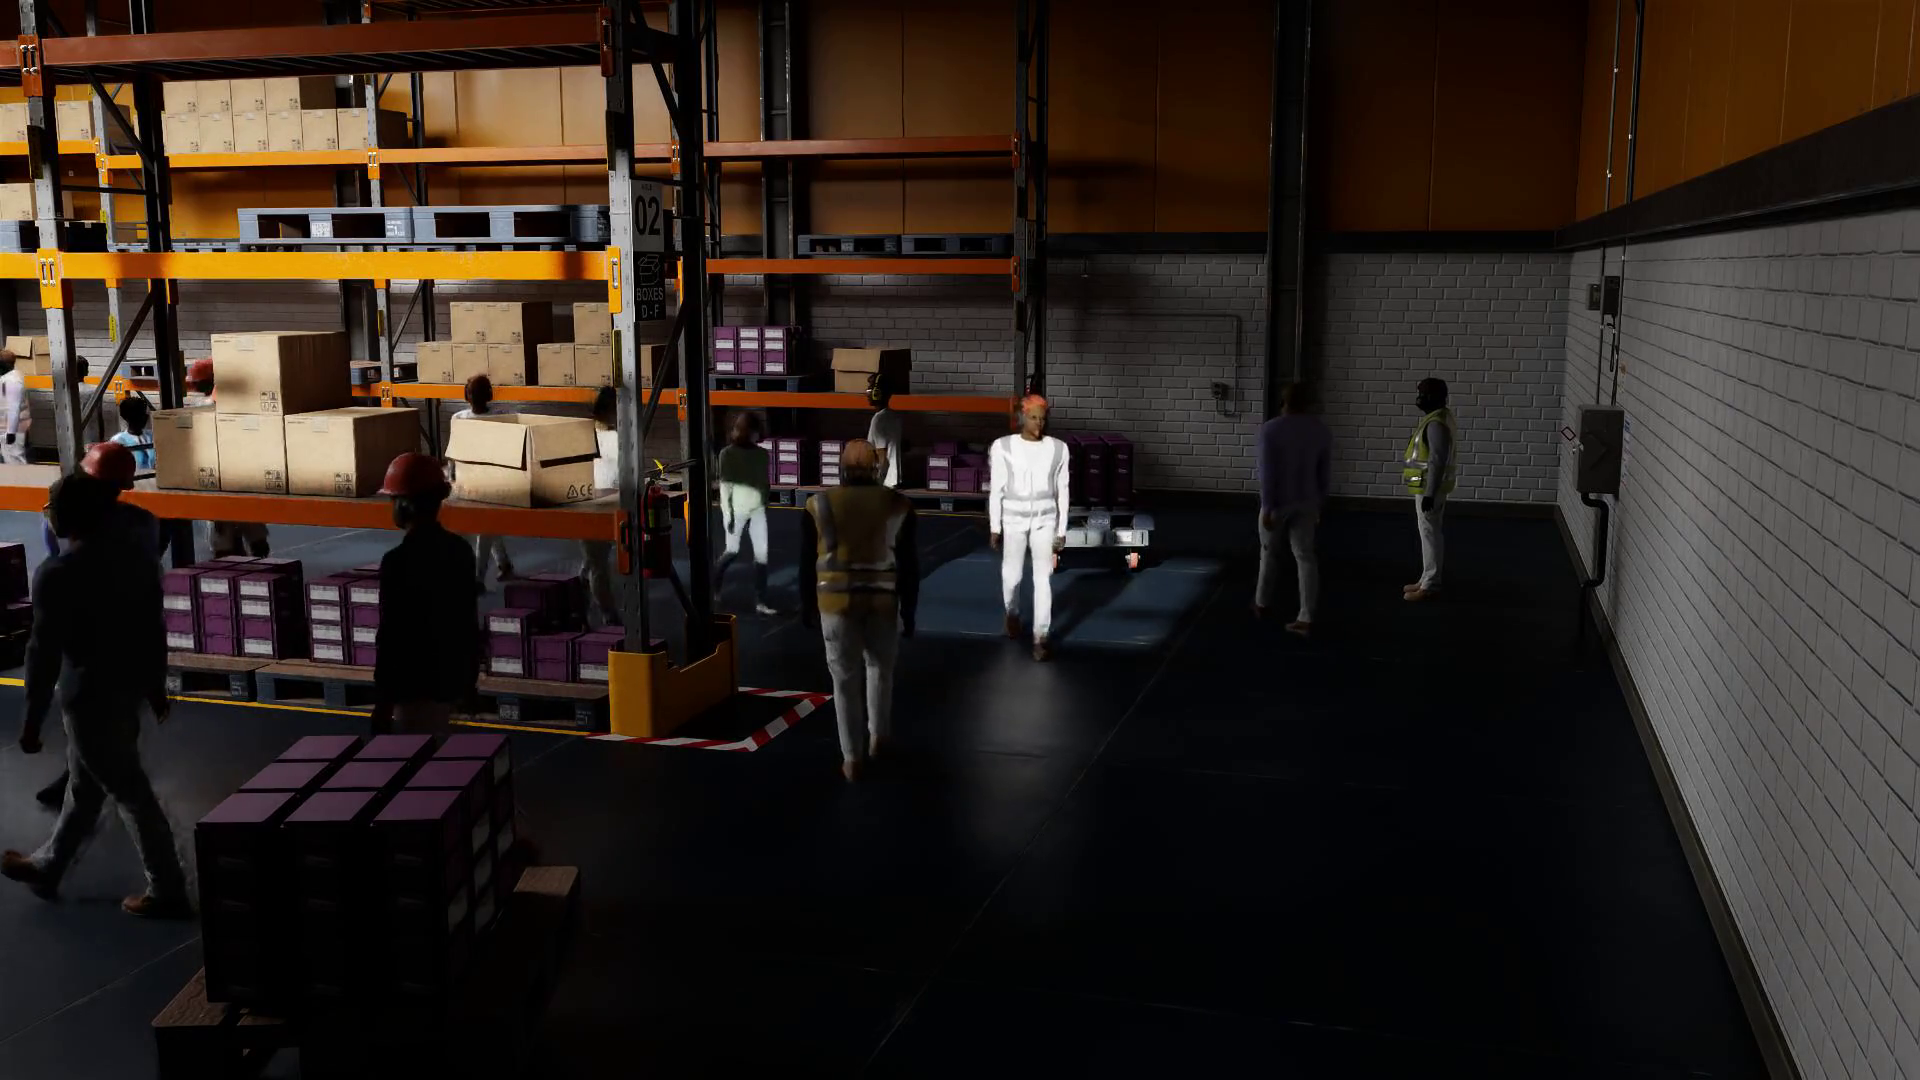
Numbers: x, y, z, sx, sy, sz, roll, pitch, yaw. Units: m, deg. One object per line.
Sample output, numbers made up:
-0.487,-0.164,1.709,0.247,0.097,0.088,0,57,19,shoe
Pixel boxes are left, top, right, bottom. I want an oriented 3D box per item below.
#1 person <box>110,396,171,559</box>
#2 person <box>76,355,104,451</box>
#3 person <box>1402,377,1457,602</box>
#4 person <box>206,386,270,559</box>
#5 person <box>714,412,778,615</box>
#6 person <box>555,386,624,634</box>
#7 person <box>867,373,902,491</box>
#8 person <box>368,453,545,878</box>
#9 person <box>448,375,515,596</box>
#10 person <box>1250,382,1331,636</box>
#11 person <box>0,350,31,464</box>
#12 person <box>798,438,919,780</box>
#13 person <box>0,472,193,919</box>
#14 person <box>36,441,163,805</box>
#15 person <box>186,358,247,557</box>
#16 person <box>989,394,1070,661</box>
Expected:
-6.772,-0.346,13.739,0.389,1.679,0.557,4,10,21,person
-8.869,-0.936,16.818,0.314,1.860,0.535,3,10,16,person
3.859,-0.416,13.704,0.429,1.842,0.635,3,10,16,person
-5.442,-0.264,12.518,0.636,1.921,0.598,2,10,15,person
-1.743,-0.230,13.253,0.497,1.612,0.691,-7,12,-38,person
-2.636,-0.186,12.159,1.020,1.877,0.653,8,12,41,person
-0.653,-0.452,13.842,0.314,1.869,0.535,3,10,16,person
-2.182,0.610,7.061,0.832,1.972,0.611,1,9,8,person
-4.056,-0.493,14.202,0.584,1.842,0.987,2,10,12,person
2.507,-0.257,12.649,0.632,1.868,1.056,-2,9,-11,person
-10.934,-1.283,19.121,0.433,1.814,0.727,-7,11,-35,person
-0.563,0.349,9.107,0.644,1.811,0.753,-1,9,-8,person
-3.707,0.662,6.976,0.985,1.888,0.655,1,9,7,person
-4.346,0.436,8.374,0.675,1.887,0.496,-2,9,-10,person
-6.829,-0.716,15.395,0.448,1.904,0.585,-1,9,-5,person
0.486,-0.114,11.817,0.590,1.860,0.749,-1,9,-4,person
